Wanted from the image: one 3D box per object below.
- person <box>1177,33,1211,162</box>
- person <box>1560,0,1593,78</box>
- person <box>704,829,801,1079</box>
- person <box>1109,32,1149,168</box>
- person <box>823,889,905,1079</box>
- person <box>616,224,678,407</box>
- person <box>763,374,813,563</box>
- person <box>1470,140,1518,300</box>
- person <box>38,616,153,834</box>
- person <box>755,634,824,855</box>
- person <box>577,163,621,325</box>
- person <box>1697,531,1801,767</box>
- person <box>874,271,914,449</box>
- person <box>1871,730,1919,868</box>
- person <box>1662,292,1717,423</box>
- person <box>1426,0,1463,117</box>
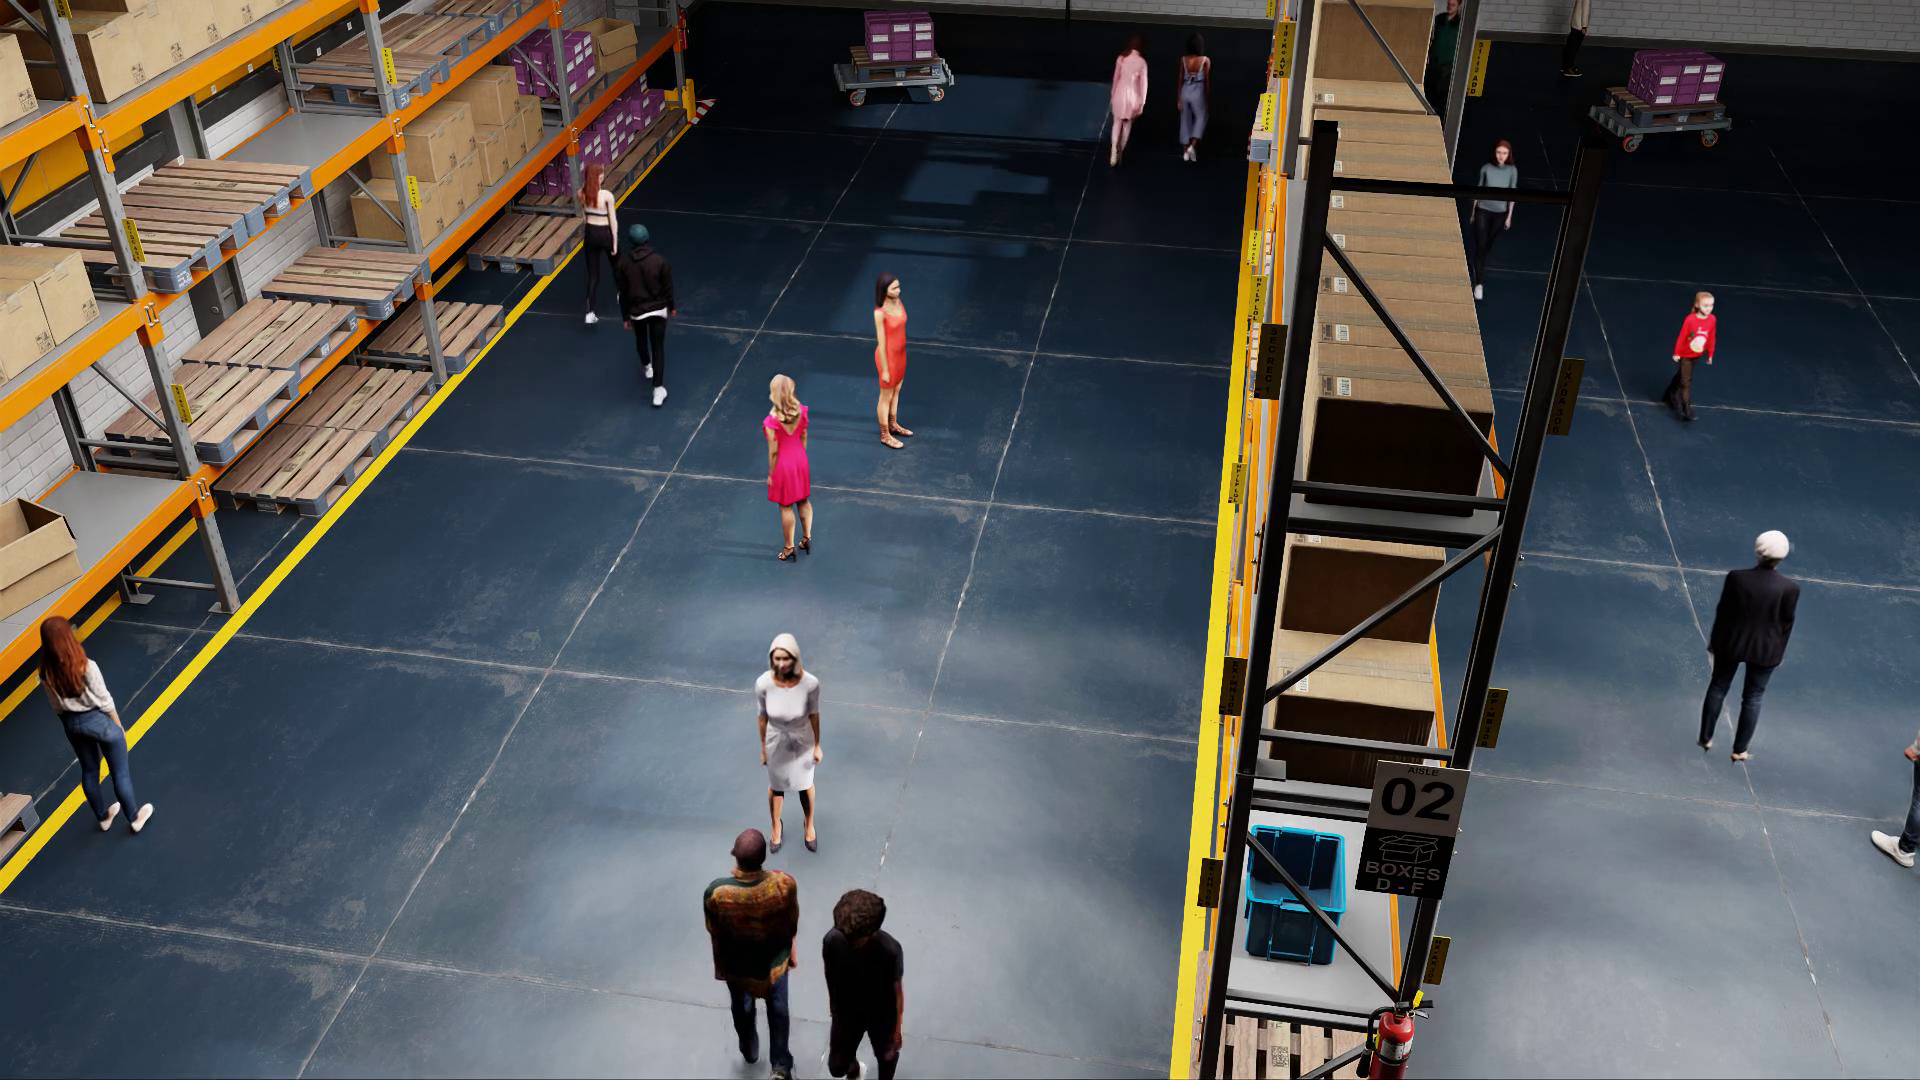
[{"bbox_3d":[3.014,-5.687,21.544,0.660,1.682,0.862,11,35,16],"label":"person"},{"bbox_3d":[9.194,-7.662,24.722,0.664,1.453,0.472,2,34,3],"label":"person"},{"bbox_3d":[-1.132,2.381,9.307,0.876,1.793,1.030,-6,34,-9],"label":"person"},{"bbox_3d":[2.118,-5.562,21.272,0.689,1.774,0.830,7,34,10],"label":"person"},{"bbox_3d":[-0.494,2.496,9.160,0.598,1.764,0.630,5,34,8],"label":"person"},{"bbox_3d":[-3.034,-2.160,16.146,0.814,1.783,1.149,0,34,0],"label":"person"},{"bbox_3d":[-1.416,-0.601,13.850,0.646,1.729,0.723,-27,42,-34],"label":"person"},{"bbox_3d":[5.850,-3.583,18.351,0.597,1.713,1.124,6,34,9],"label":"person"},{"bbox_3d":[-5.796,1.239,11.083,0.575,1.728,0.518,3,34,4],"label":"person"},{"bbox_3d":[-1.122,1.330,10.924,0.614,1.751,0.584,-2,34,-3],"label":"person"},{"bbox_3d":[-3.867,-3.113,17.654,0.589,1.701,1.182,6,34,9],"label":"person"},{"bbox_3d":[5.248,0.721,10.981,0.809,1.778,0.734,21,39,29],"label":"person"},{"bbox_3d":[-0.649,-1.694,15.503,0.687,1.719,0.530,13,36,18],"label":"person"},{"bbox_3d":[6.441,1.349,10.804,0.751,1.852,0.721,-7,34,-11],"label":"person"},{"bbox_3d":[7.052,-1.820,16.117,0.720,1.250,0.941,-7,34,-11],"label":"person"},{"bbox_3d":[6.636,-6.559,22.733,0.983,1.819,1.166,24,40,31],"label":"person"}]
